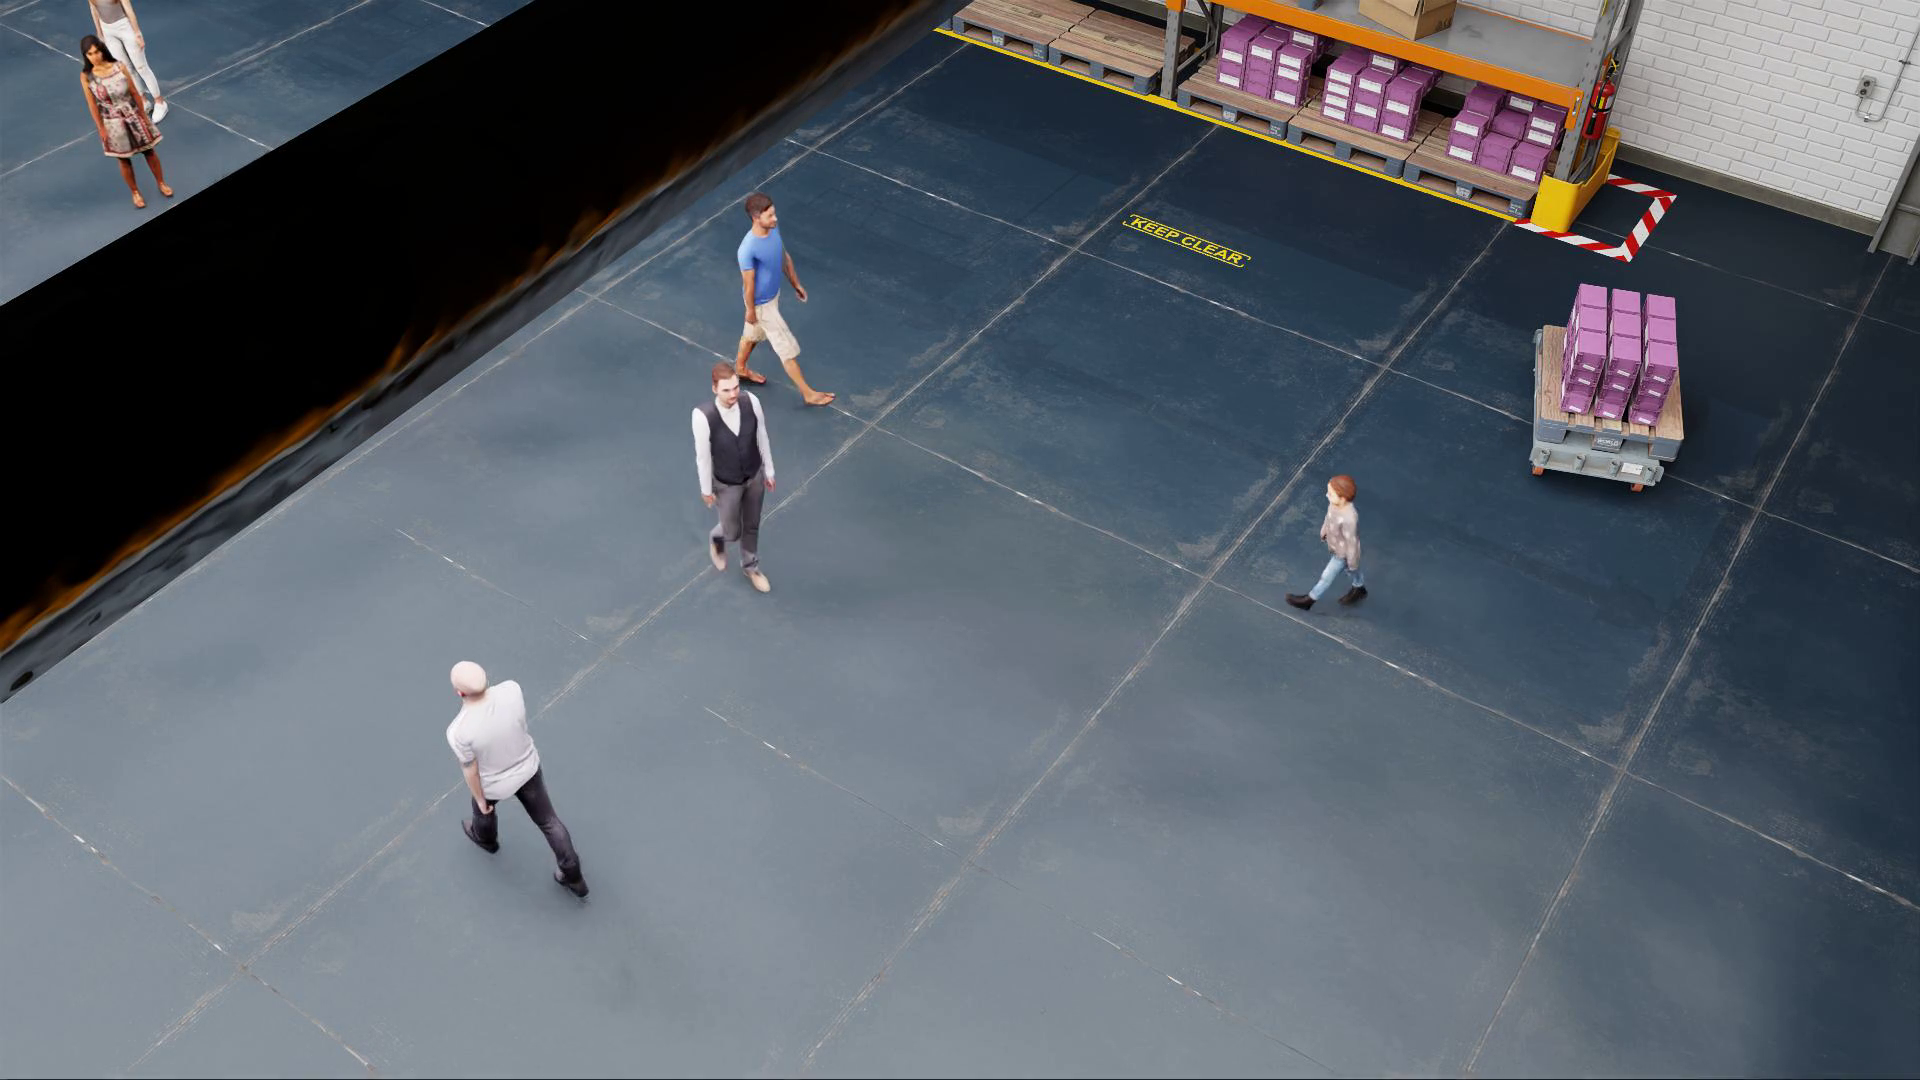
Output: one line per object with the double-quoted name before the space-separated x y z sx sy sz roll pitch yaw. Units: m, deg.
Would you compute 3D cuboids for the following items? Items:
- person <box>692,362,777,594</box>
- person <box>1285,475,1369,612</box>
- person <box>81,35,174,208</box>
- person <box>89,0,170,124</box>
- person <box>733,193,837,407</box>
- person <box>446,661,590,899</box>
"person" -1.551 -0.480 11.234 0.806 1.923 0.891 -26 50 -25
"person" 2.649 0.037 11.241 0.900 1.164 0.810 -7 44 -8
"person" -7.505 -3.779 14.902 0.750 1.639 0.726 -26 49 -25
"person" -8.054 -4.871 15.992 0.603 1.718 0.729 6 44 7
"person" -1.577 -1.870 12.770 1.274 1.816 0.890 13 45 13
"person" -2.499 1.373 9.387 1.252 1.788 0.786 33 52 30
